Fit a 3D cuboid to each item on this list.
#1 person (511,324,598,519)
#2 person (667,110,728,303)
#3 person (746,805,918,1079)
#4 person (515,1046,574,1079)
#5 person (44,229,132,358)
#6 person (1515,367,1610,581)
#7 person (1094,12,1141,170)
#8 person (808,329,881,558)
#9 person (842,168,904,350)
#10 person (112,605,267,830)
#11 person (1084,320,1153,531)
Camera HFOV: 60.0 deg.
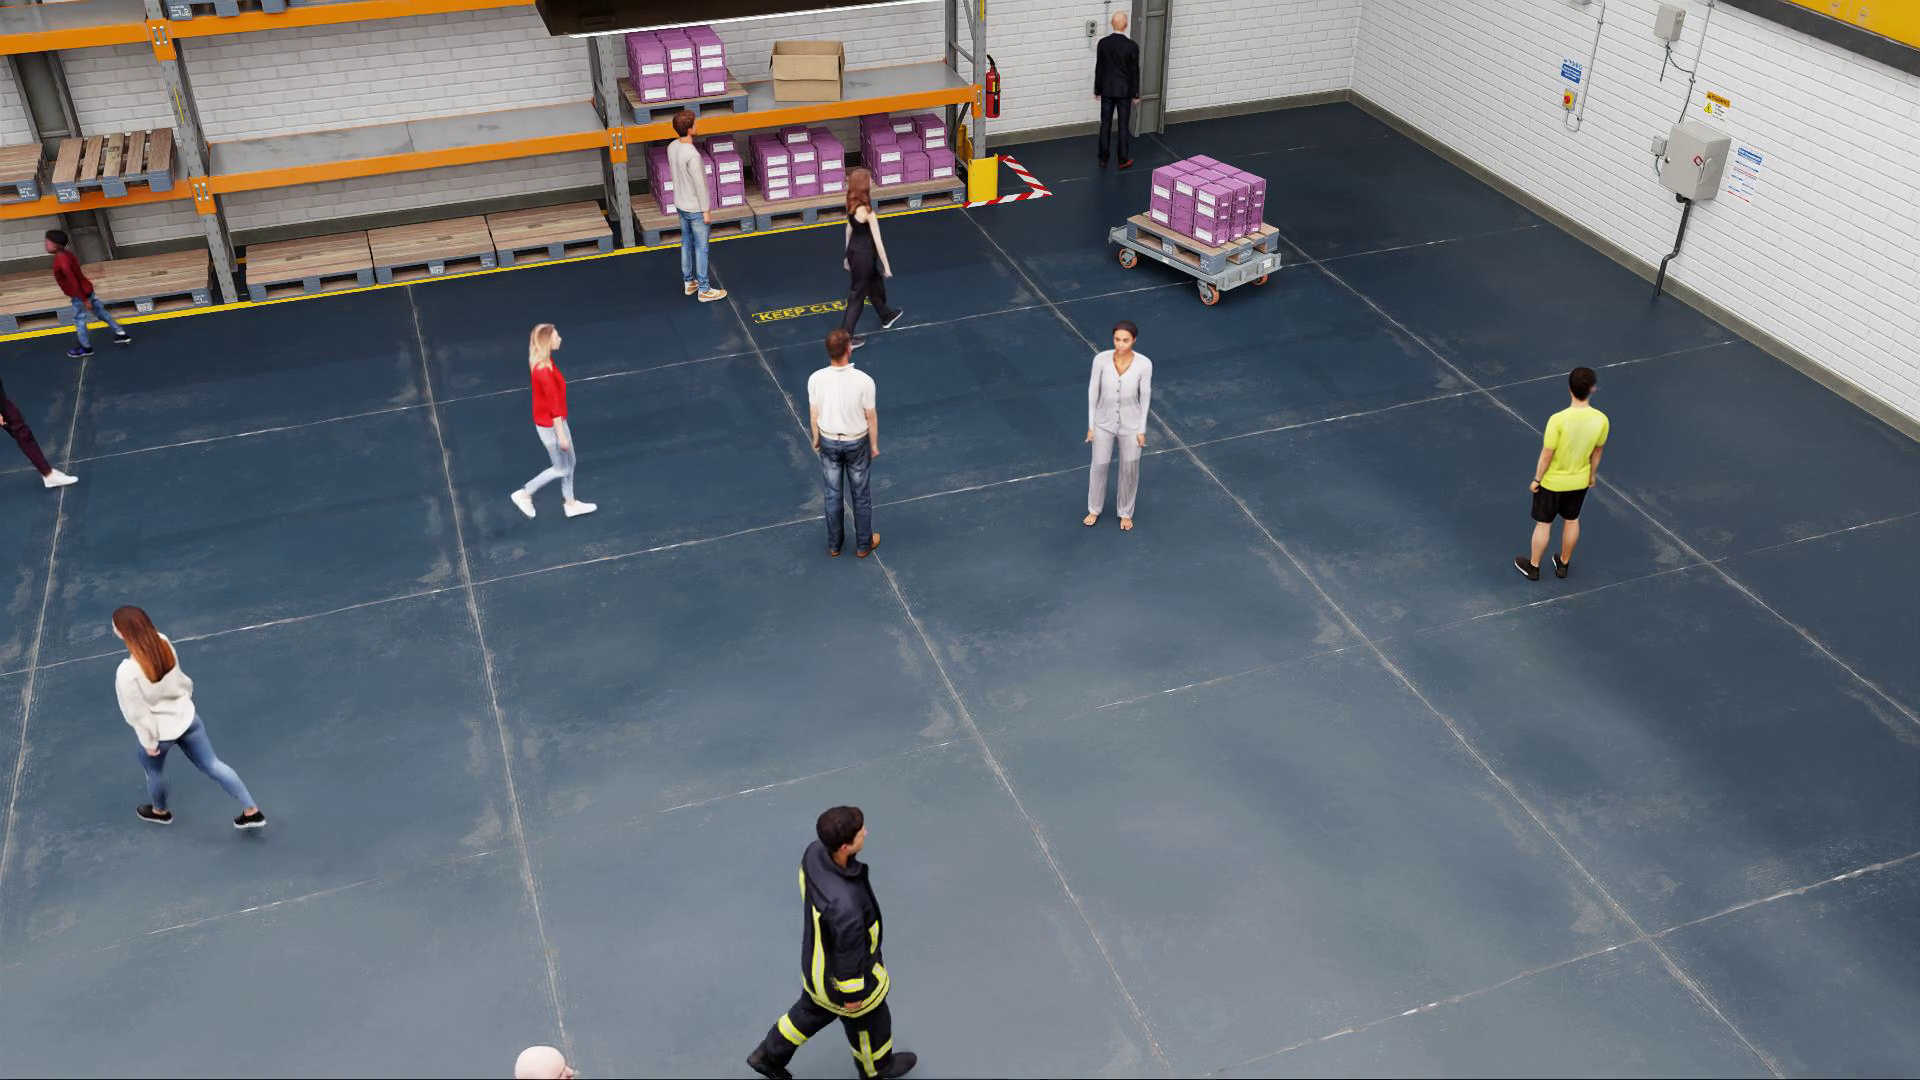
[{"bbox_3d":[-3.218,-0.862,12.831,0.872,1.691,0.648,-9,35,-14],"label":"person"},{"bbox_3d":[-2.619,-3.267,16.257,0.710,1.905,0.742,-26,41,-33],"label":"person"},{"bbox_3d":[-0.676,2.072,8.224,1.083,1.904,0.771,-11,35,-16],"label":"person"},{"bbox_3d":[-1.692,2.819,7.165,0.629,1.833,0.687,-6,34,-9],"label":"person"},{"bbox_3d":[-8.085,-2.297,15.408,0.769,1.228,0.536,-8,34,-12],"label":"person"},{"bbox_3d":[4.455,-0.442,12.256,0.543,1.628,0.738,-3,34,-4],"label":"person"},{"bbox_3d":[1.811,-5.205,19.269,0.732,1.797,0.828,10,35,15],"label":"person"},{"bbox_3d":[-0.873,-0.704,12.451,0.698,1.848,0.812,6,34,9],"label":"person"},{"bbox_3d":[-0.982,-2.553,15.356,1.101,1.712,0.794,-23,40,-31],"label":"person"},{"bbox_3d":[-4.625,1.118,9.888,1.208,1.651,1.068,10,35,14],"label":"person"},{"bbox_3d":[1.220,-0.909,12.860,0.654,1.737,0.770,5,34,8],"label":"person"}]
